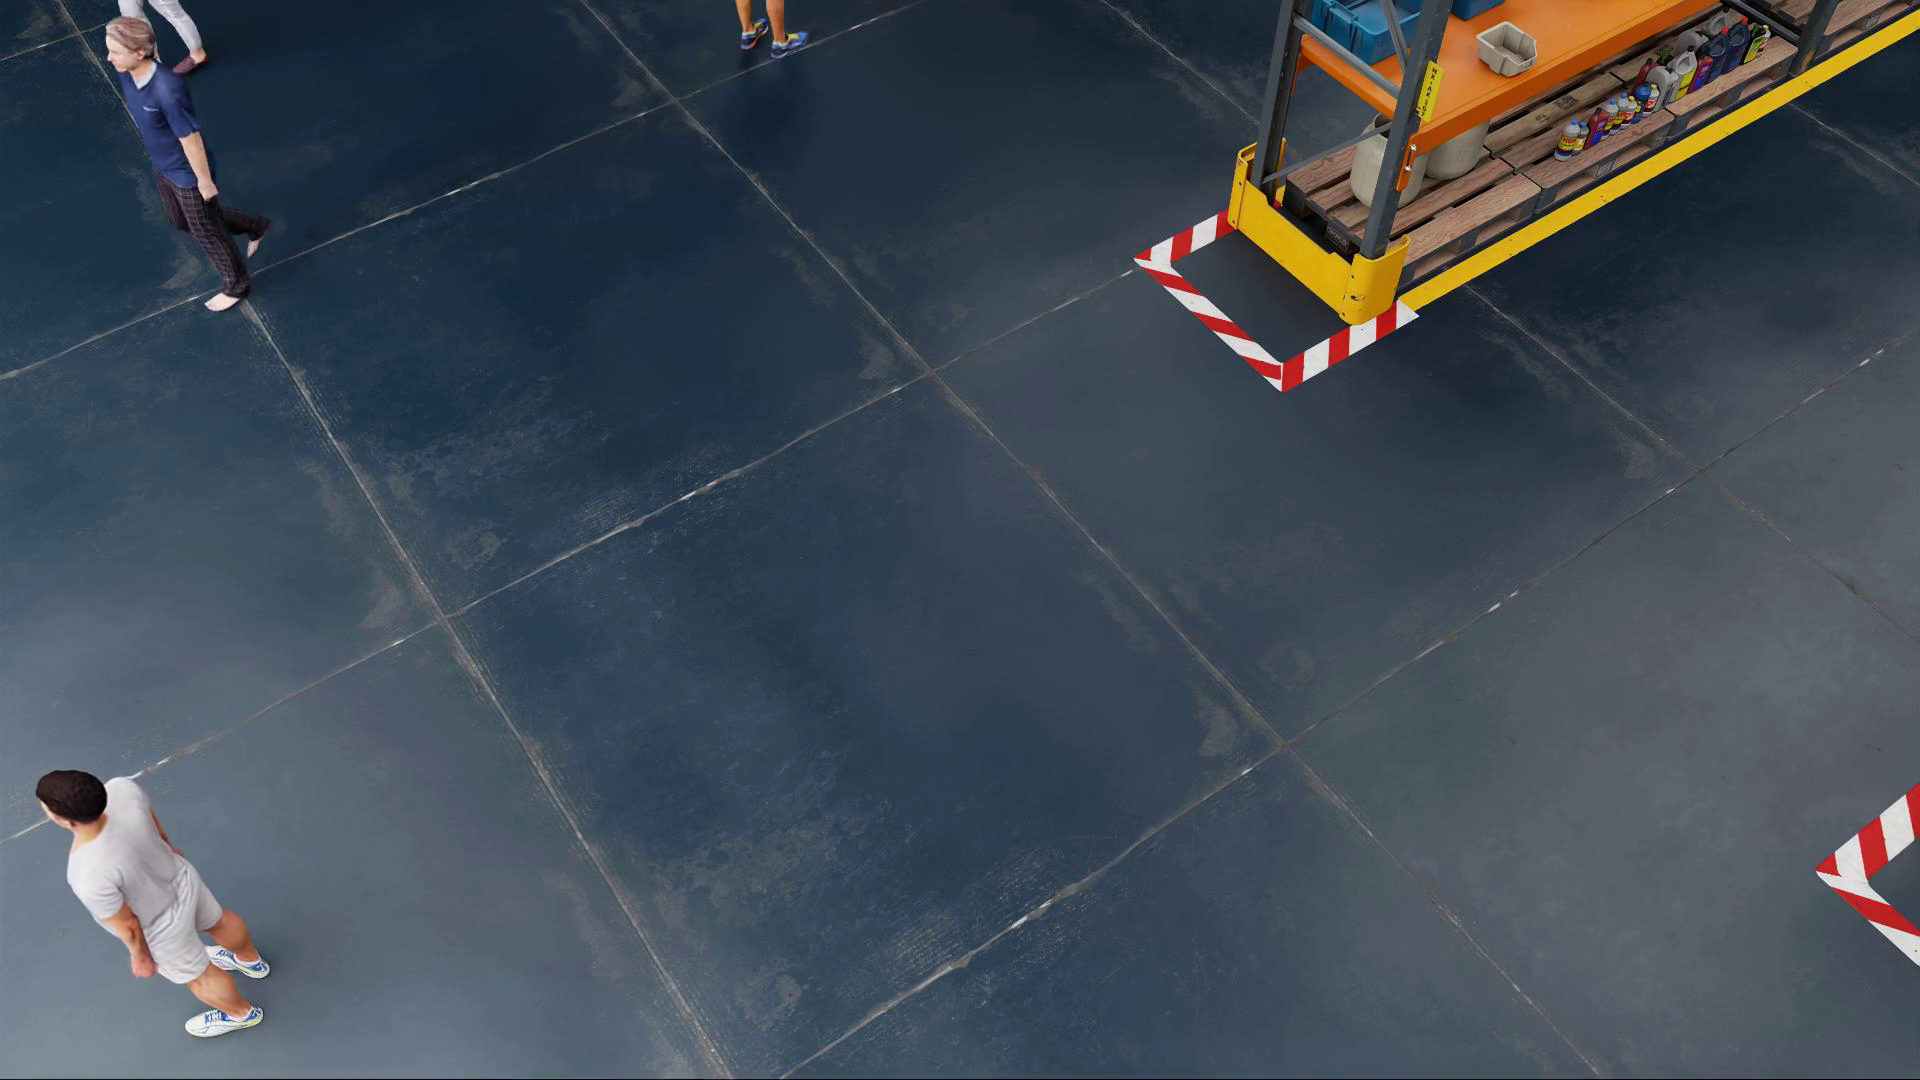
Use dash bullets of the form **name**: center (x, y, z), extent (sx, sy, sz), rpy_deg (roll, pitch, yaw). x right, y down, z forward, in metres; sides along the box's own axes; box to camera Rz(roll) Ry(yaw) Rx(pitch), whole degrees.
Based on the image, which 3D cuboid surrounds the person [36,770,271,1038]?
- **person**: center (-3.116, 1.406, 6.466), extent (0.762, 1.854, 0.770), rpy_deg (-3, 52, -2)

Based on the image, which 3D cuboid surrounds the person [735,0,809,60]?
- **person**: center (-1.318, -3.941, 10.598), extent (0.691, 1.869, 0.695), rpy_deg (25, 56, 18)

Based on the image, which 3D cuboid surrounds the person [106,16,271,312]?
- **person**: center (-4.213, -2.107, 9.182), extent (0.766, 1.862, 0.869), rpy_deg (36, 60, 25)

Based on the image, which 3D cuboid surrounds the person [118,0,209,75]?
- **person**: center (-5.135, -3.651, 10.548), extent (0.736, 1.592, 0.621), rpy_deg (-31, 58, -22)
